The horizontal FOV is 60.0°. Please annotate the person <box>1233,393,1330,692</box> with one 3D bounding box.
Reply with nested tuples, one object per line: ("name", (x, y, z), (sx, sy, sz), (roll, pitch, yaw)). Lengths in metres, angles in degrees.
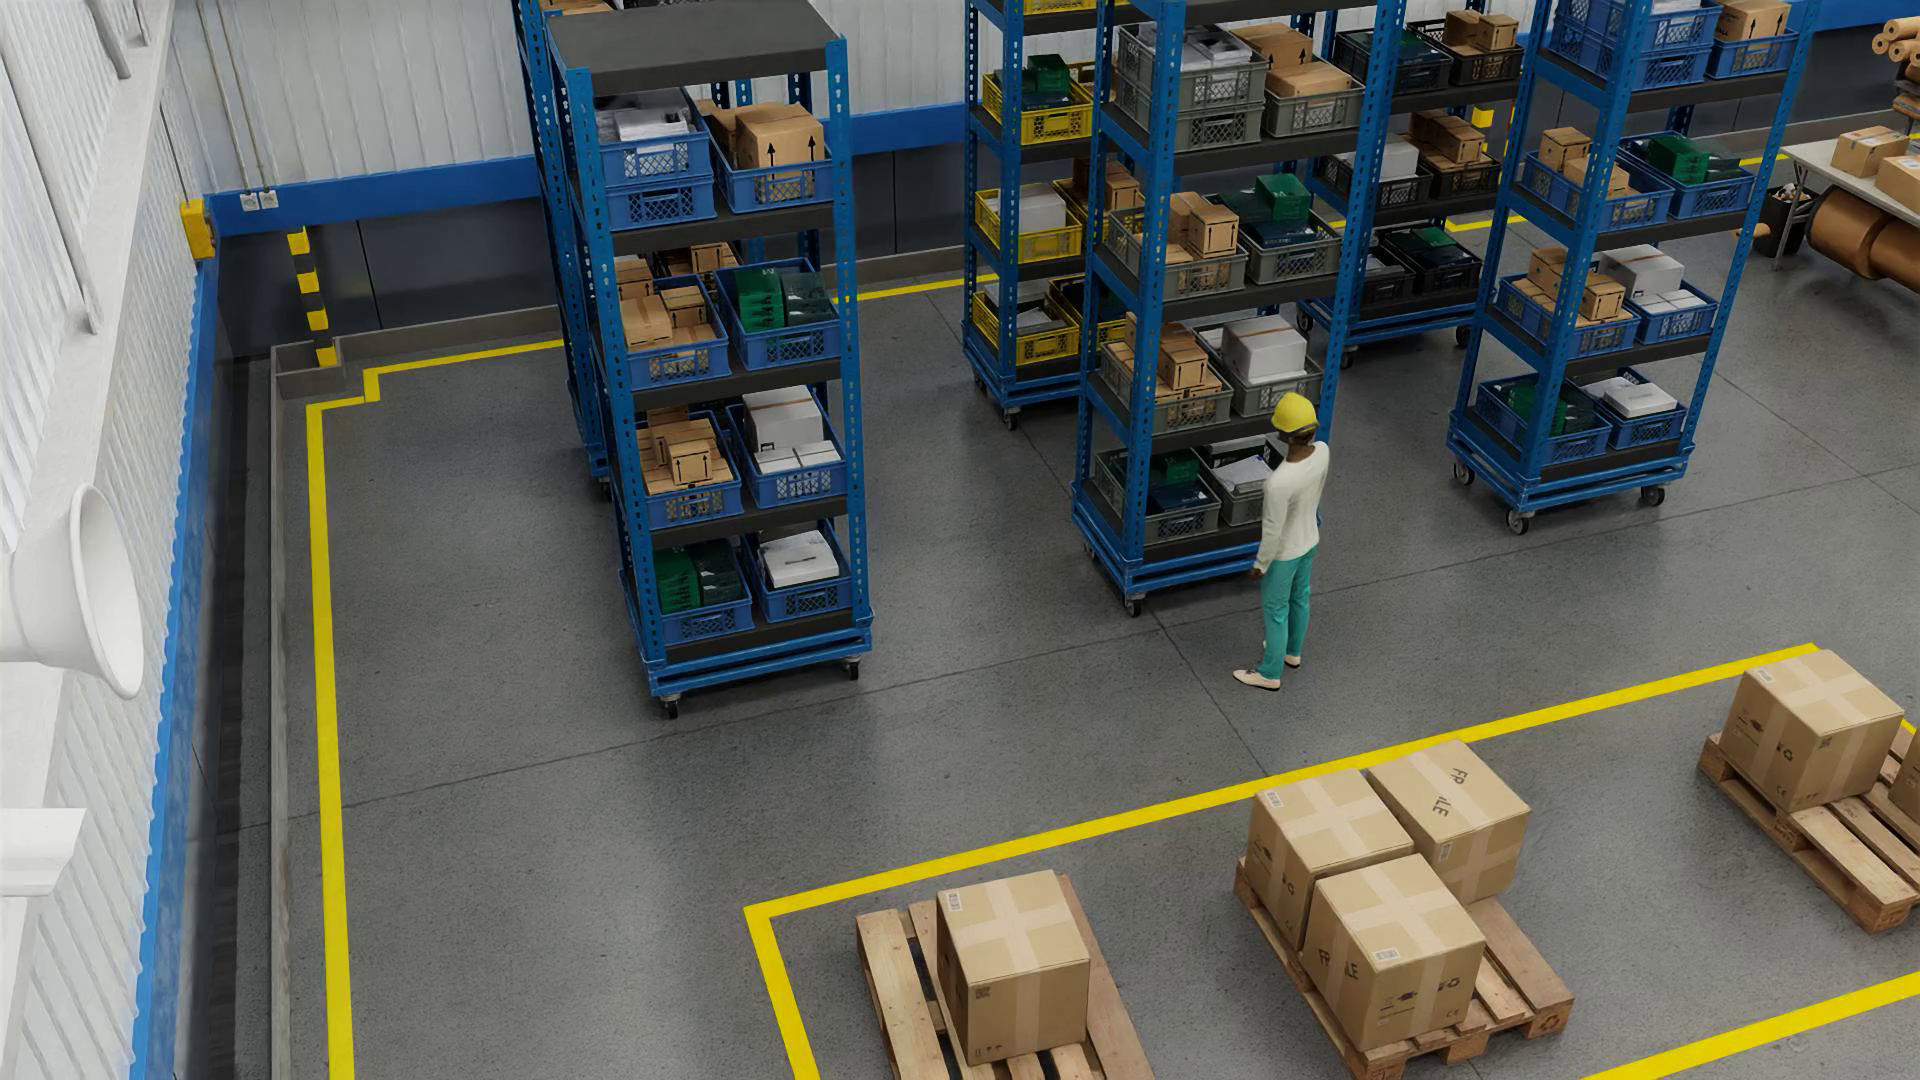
("person", (1.696, 0.019, 8.734), (0.325, 1.761, 0.523), (26, 43, 32))
